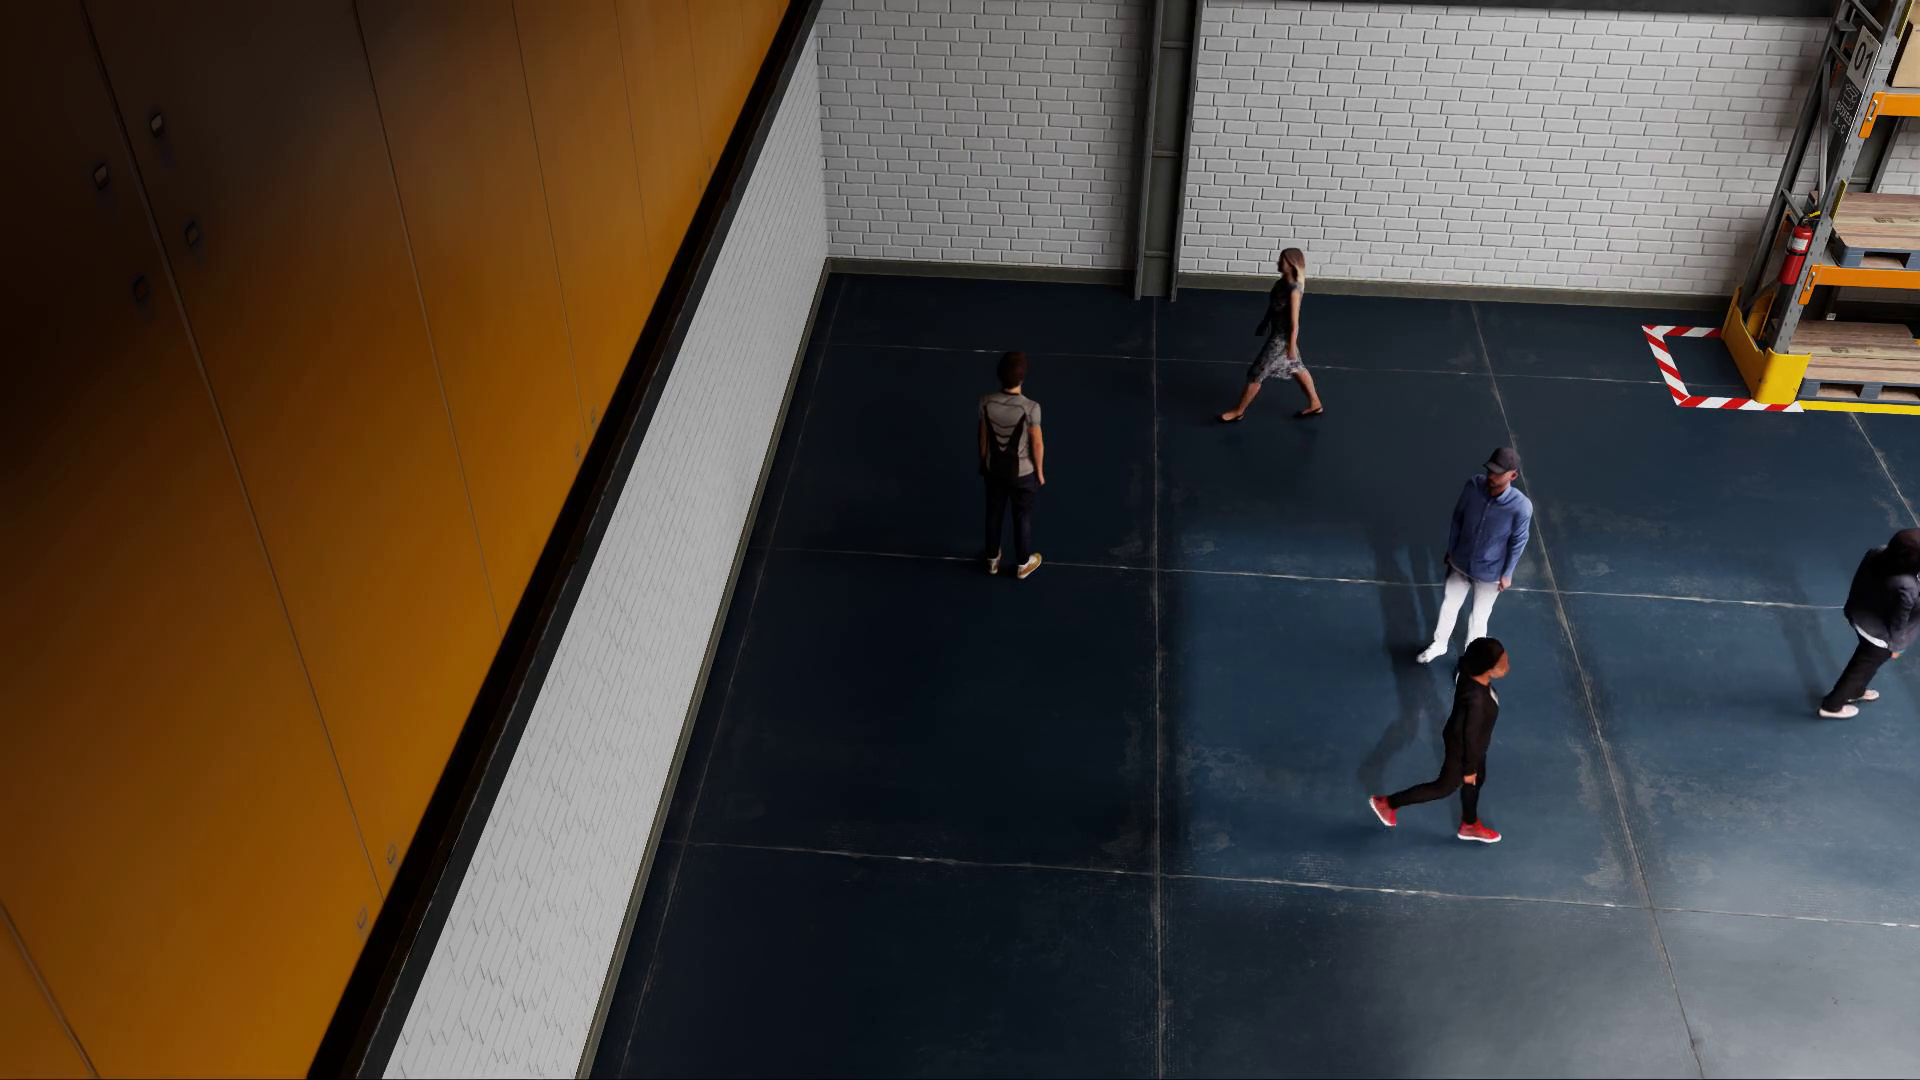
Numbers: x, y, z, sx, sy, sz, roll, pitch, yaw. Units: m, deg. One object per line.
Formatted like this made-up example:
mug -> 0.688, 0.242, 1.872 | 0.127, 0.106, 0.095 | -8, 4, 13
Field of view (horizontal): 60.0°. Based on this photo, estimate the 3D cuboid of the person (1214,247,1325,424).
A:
person -> 2.759, -1.646, 13.729 | 1.134, 1.653, 0.567 | 3, 39, 4

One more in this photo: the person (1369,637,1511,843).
person -> 2.984, 1.244, 10.116 | 1.106, 1.645, 0.709 | 9, 39, 11

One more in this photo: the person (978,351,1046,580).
person -> 0.365, -0.535, 12.146 | 0.573, 1.892, 0.769 | 13, 40, 15

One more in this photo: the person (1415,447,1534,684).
person -> 3.523, 0.152, 11.289 | 0.703, 1.887, 0.796 | 30, 47, 32

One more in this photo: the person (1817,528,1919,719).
person -> 5.998, 0.572, 11.006 | 0.726, 1.584, 0.694 | 0, 39, 0
